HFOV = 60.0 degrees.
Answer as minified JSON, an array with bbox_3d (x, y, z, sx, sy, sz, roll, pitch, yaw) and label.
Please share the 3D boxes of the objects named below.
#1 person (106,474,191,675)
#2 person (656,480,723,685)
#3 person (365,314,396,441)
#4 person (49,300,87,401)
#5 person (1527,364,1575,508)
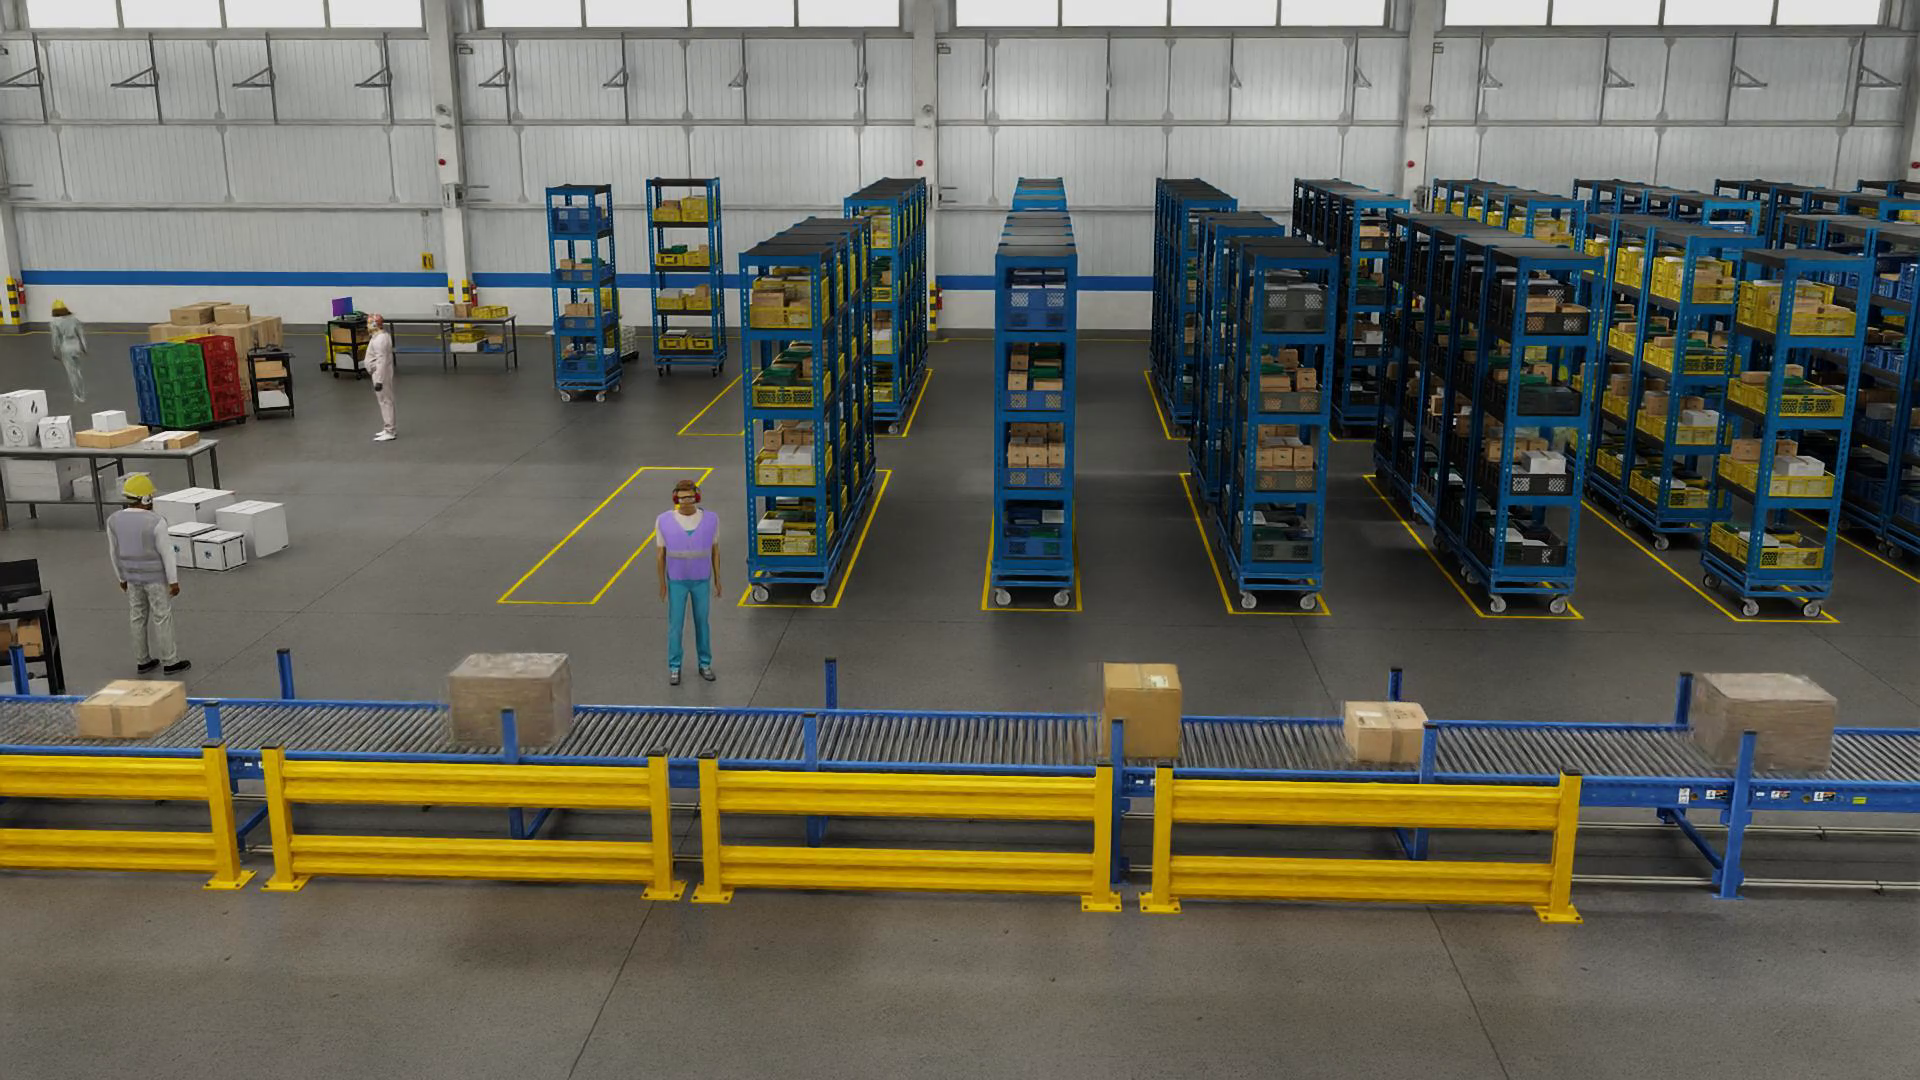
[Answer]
[{"bbox_3d":[-7.269,0.313,14.905,0.599,1.830,0.404,3,15,11],"label":"person"},{"bbox_3d":[-2.391,0.357,14.721,0.564,1.844,0.396,-4,16,-16],"label":"person"},{"bbox_3d":[-8.724,-2.451,25.026,0.409,1.909,0.639,-3,15,-12],"label":"person"},{"bbox_3d":[-15.150,-3.213,28.205,0.719,1.706,0.503,10,18,33],"label":"person"},{"bbox_3d":[7.472,-1.344,21.080,0.610,1.815,0.586,1,15,3],"label":"person"}]
